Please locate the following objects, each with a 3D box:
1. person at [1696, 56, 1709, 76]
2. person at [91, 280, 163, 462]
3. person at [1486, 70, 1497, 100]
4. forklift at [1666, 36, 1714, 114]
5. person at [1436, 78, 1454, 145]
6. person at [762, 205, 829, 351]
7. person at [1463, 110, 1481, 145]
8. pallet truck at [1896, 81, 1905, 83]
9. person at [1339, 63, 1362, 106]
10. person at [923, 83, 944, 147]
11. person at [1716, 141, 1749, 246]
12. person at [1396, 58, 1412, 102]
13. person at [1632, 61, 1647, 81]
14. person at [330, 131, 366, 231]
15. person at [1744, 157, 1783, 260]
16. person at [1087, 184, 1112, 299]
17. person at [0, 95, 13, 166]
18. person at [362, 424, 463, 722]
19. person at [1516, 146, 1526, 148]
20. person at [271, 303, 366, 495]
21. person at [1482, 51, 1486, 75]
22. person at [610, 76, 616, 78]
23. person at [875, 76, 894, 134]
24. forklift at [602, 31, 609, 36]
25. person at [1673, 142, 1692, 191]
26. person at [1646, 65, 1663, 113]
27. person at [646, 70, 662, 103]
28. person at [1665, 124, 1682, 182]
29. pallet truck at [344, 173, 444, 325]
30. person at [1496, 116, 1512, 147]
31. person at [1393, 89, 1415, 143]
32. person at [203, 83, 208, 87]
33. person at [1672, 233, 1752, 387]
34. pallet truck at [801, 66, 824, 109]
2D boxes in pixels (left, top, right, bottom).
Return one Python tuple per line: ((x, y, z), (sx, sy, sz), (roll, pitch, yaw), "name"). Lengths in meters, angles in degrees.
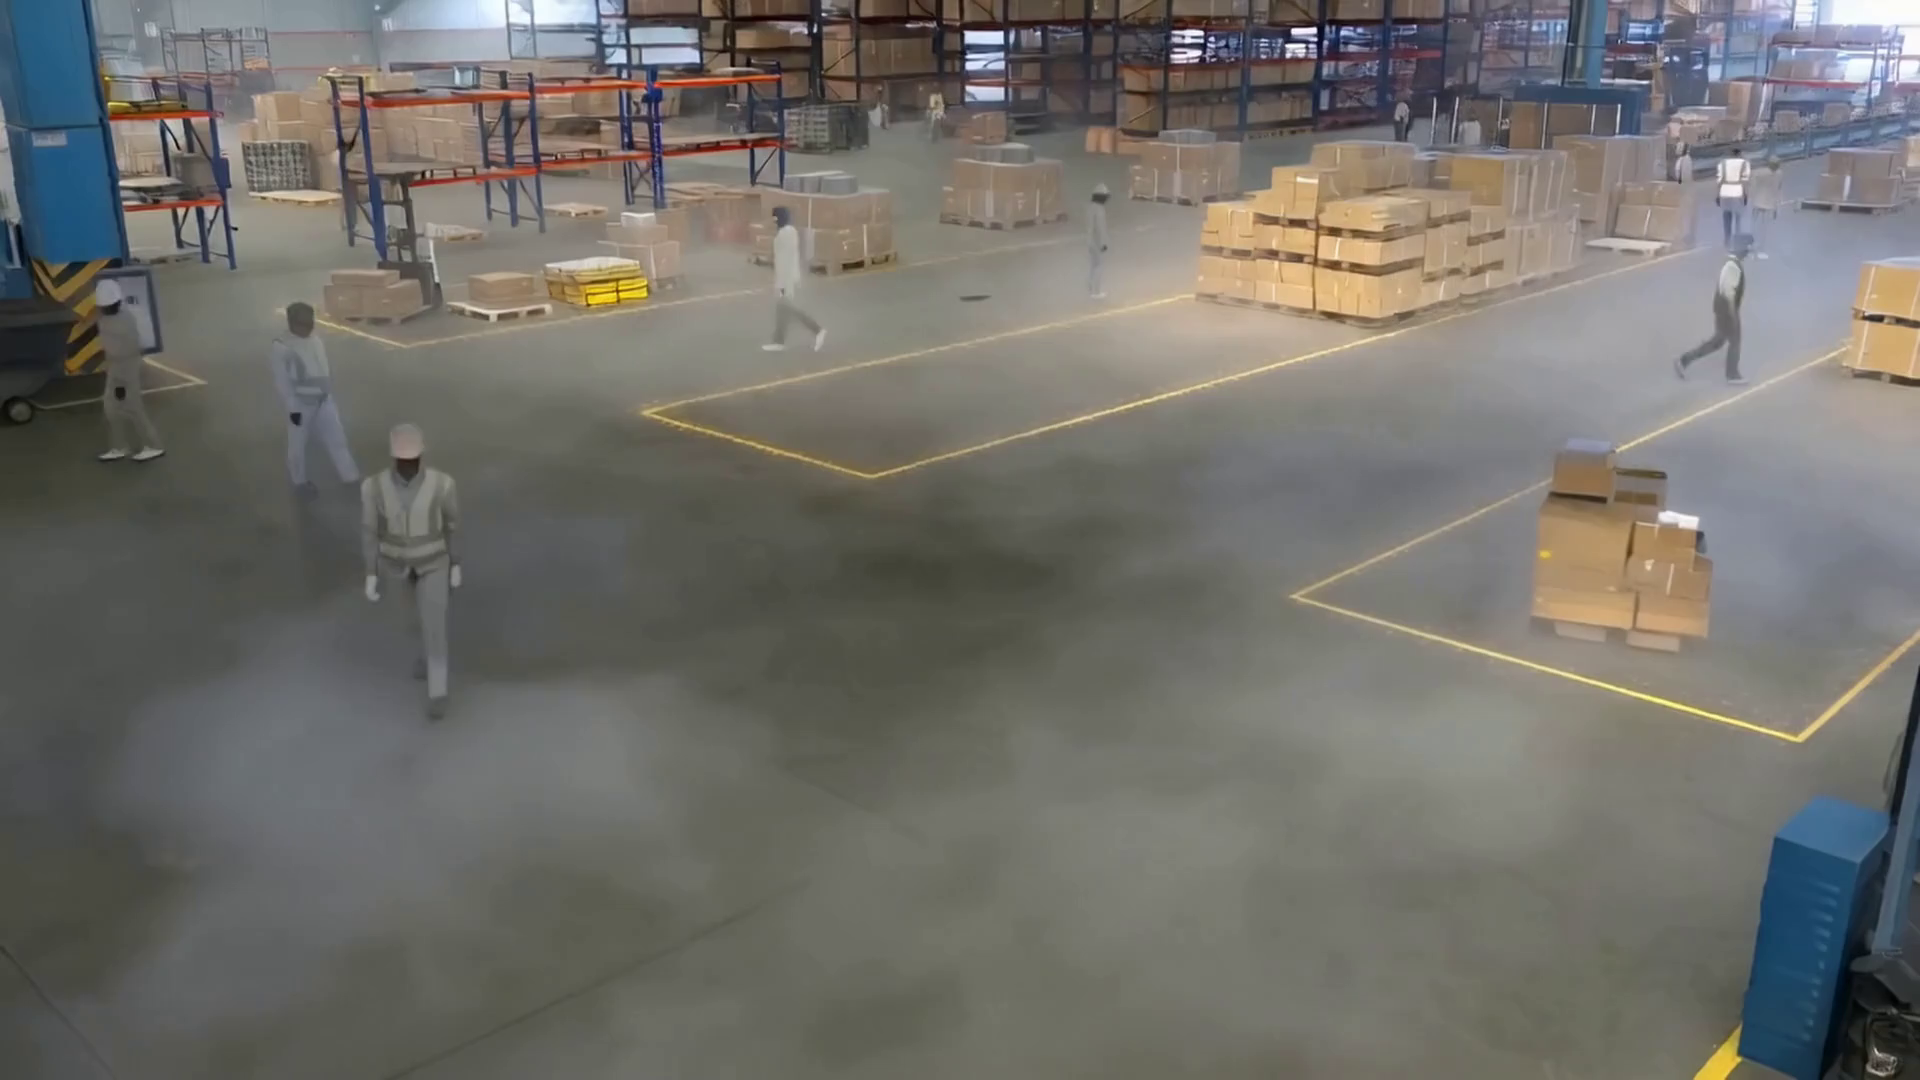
((32.700, -20.465, 73.306), (0.533, 1.689, 0.333), (7, 20, 20), "person")
((-8.257, -1.651, 16.338), (0.677, 1.863, 0.652), (17, 25, 42), "person")
((21.896, -19.026, 68.690), (0.670, 1.876, 0.421), (-17, 25, -42), "person")
((27.341, -17.291, 61.877), (1.129, 2.768, 1.873), (17, 25, 41), "forklift")
((14.410, -12.666, 49.328), (0.608, 1.995, 0.377), (-14, 23, -36), "person")
((-2.141, -3.353, 21.411), (0.834, 1.915, 0.636), (2, 18, 7), "person")
((12.877, -10.000, 41.882), (0.505, 1.622, 0.343), (-3, 19, -9), "person")
((34.802, -16.331, 61.455), (0.653, 1.274, 1.630), (17, 25, 41), "pallet truck")
((15.801, -18.307, 66.862), (0.870, 1.655, 0.539), (3, 19, 8), "person")
((-0.803, -12.641, 49.473), (0.696, 1.856, 0.587), (-13, 22, -35), "person")
((14.026, -6.281, 30.273), (0.591, 1.888, 0.643), (8, 20, 23), "person")
((18.209, -18.885, 68.201), (0.651, 1.906, 0.409), (7, 19, 19), "person")
((26.879, -18.125, 65.881), (0.598, 1.924, 0.570), (-16, 24, -40), "person")
((-11.816, -6.900, 32.089), (0.595, 1.913, 0.543), (2, 18, 5), "person")
((13.968, -5.754, 28.859), (0.526, 1.768, 0.331), (-2, 18, -6), "person")
((2.112, -4.533, 25.232), (0.352, 1.732, 0.503), (-1, 18, -4), "person")
((-25.227, -10.847, 43.954), (0.627, 1.925, 0.428), (-16, 24, -39), "person")
((-3.568, 0.143, 10.904), (0.607, 1.905, 1.012), (-3, 19, -8), "person")
((9.881, -6.007, 29.428), (0.663, 1.898, 0.594), (7, 20, 20), "person")
((-5.883, -1.266, 15.264), (0.887, 1.808, 0.659), (7, 20, 21), "person")
((22.519, -19.978, 71.358), (0.527, 1.993, 0.652), (-1, 18, -2), "person")
((-11.916, -15.217, 57.584), (0.314, 1.629, 0.509), (-16, 24, -40), "person")
((-2.368, -14.039, 53.730), (0.714, 1.819, 0.640), (11, 21, 30), "person")
((-14.507, -19.901, 69.740), (1.129, 2.768, 1.873), (17, 25, 41), "forklift")
((13.416, -6.517, 31.090), (0.532, 1.810, 1.015), (-14, 23, -36), "person")
((26.103, -16.955, 62.548), (0.602, 1.811, 0.763), (17, 25, 42), "person")
((-10.354, -14.964, 56.391), (0.593, 1.909, 0.383), (8, 20, 23), "person")
((15.789, -8.352, 36.814), (0.323, 1.690, 0.536), (1, 18, 4), "person")
((-8.209, -4.181, 23.757), (0.823, 1.965, 1.885), (3, 19, 9), "pallet truck")
((11.965, -8.414, 36.720), (0.310, 1.863, 0.534), (17, 25, 42), "person")
((11.629, -10.785, 43.587), (0.535, 2.000, 0.686), (2, 18, 6), "person")
((-24.261, -13.922, 53.704), (0.521, 1.618, 0.709), (-8, 20, -24), "person")
((8.988, -2.722, 19.648), (0.825, 1.824, 0.519), (10, 21, 27), "person")
((-4.812, -15.182, 56.903), (0.823, 1.965, 1.885), (-9, 21, -26), "pallet truck")
